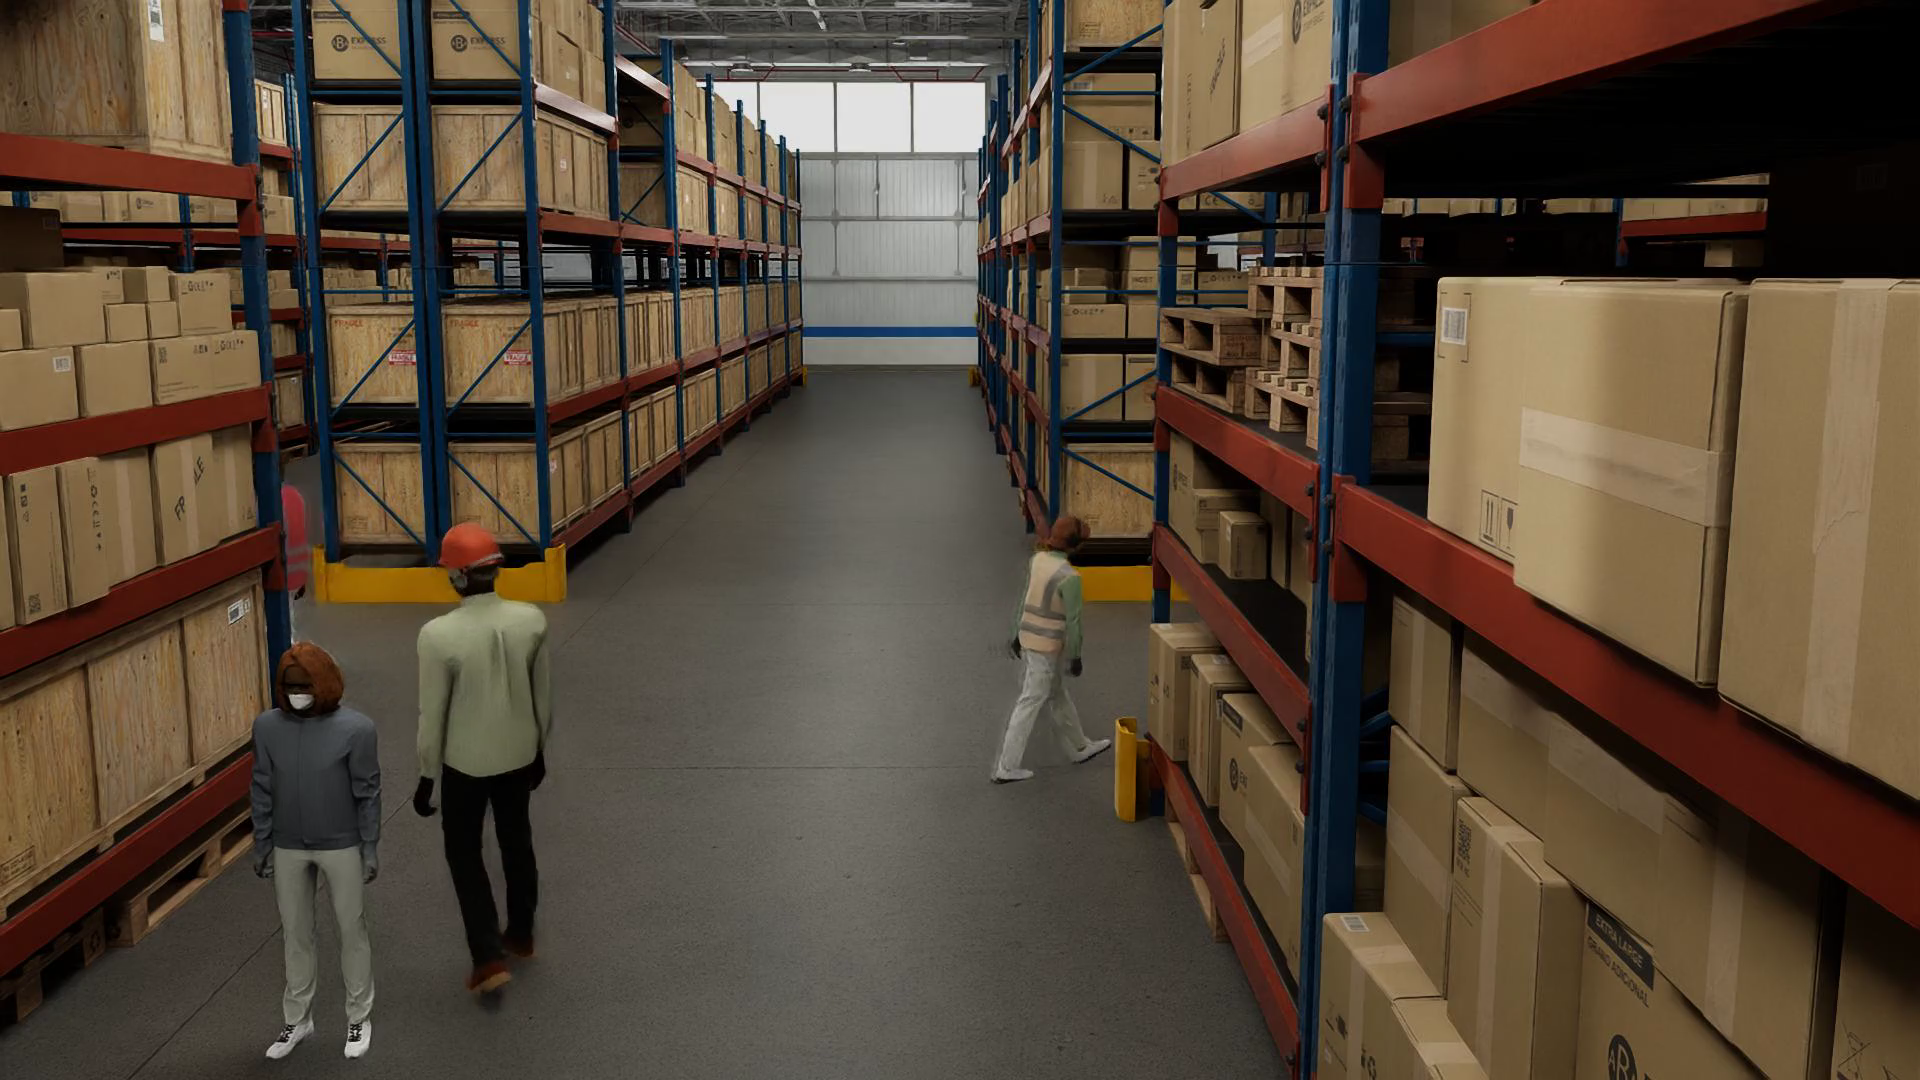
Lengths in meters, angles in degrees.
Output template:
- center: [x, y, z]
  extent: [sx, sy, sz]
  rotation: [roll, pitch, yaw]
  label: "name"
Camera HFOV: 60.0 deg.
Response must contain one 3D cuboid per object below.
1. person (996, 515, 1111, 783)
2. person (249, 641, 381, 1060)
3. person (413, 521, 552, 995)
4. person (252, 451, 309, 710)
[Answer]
- center: [0.575, 0.637, 9.883]
  extent: [0.862, 1.581, 0.564]
  rotation: [-4, 10, -22]
  label: "person"
- center: [-2.471, 1.187, 6.392]
  extent: [0.497, 1.633, 0.288]
  rotation: [0, 9, 1]
  label: "person"
- center: [-2.011, 0.909, 7.049]
  extent: [0.487, 2.001, 0.632]
  rotation: [8, 13, 42]
  label: "person"
- center: [-4.630, 0.305, 11.196]
  extent: [0.447, 1.827, 0.662]
  rotation: [0, 9, 2]
  label: "person"
